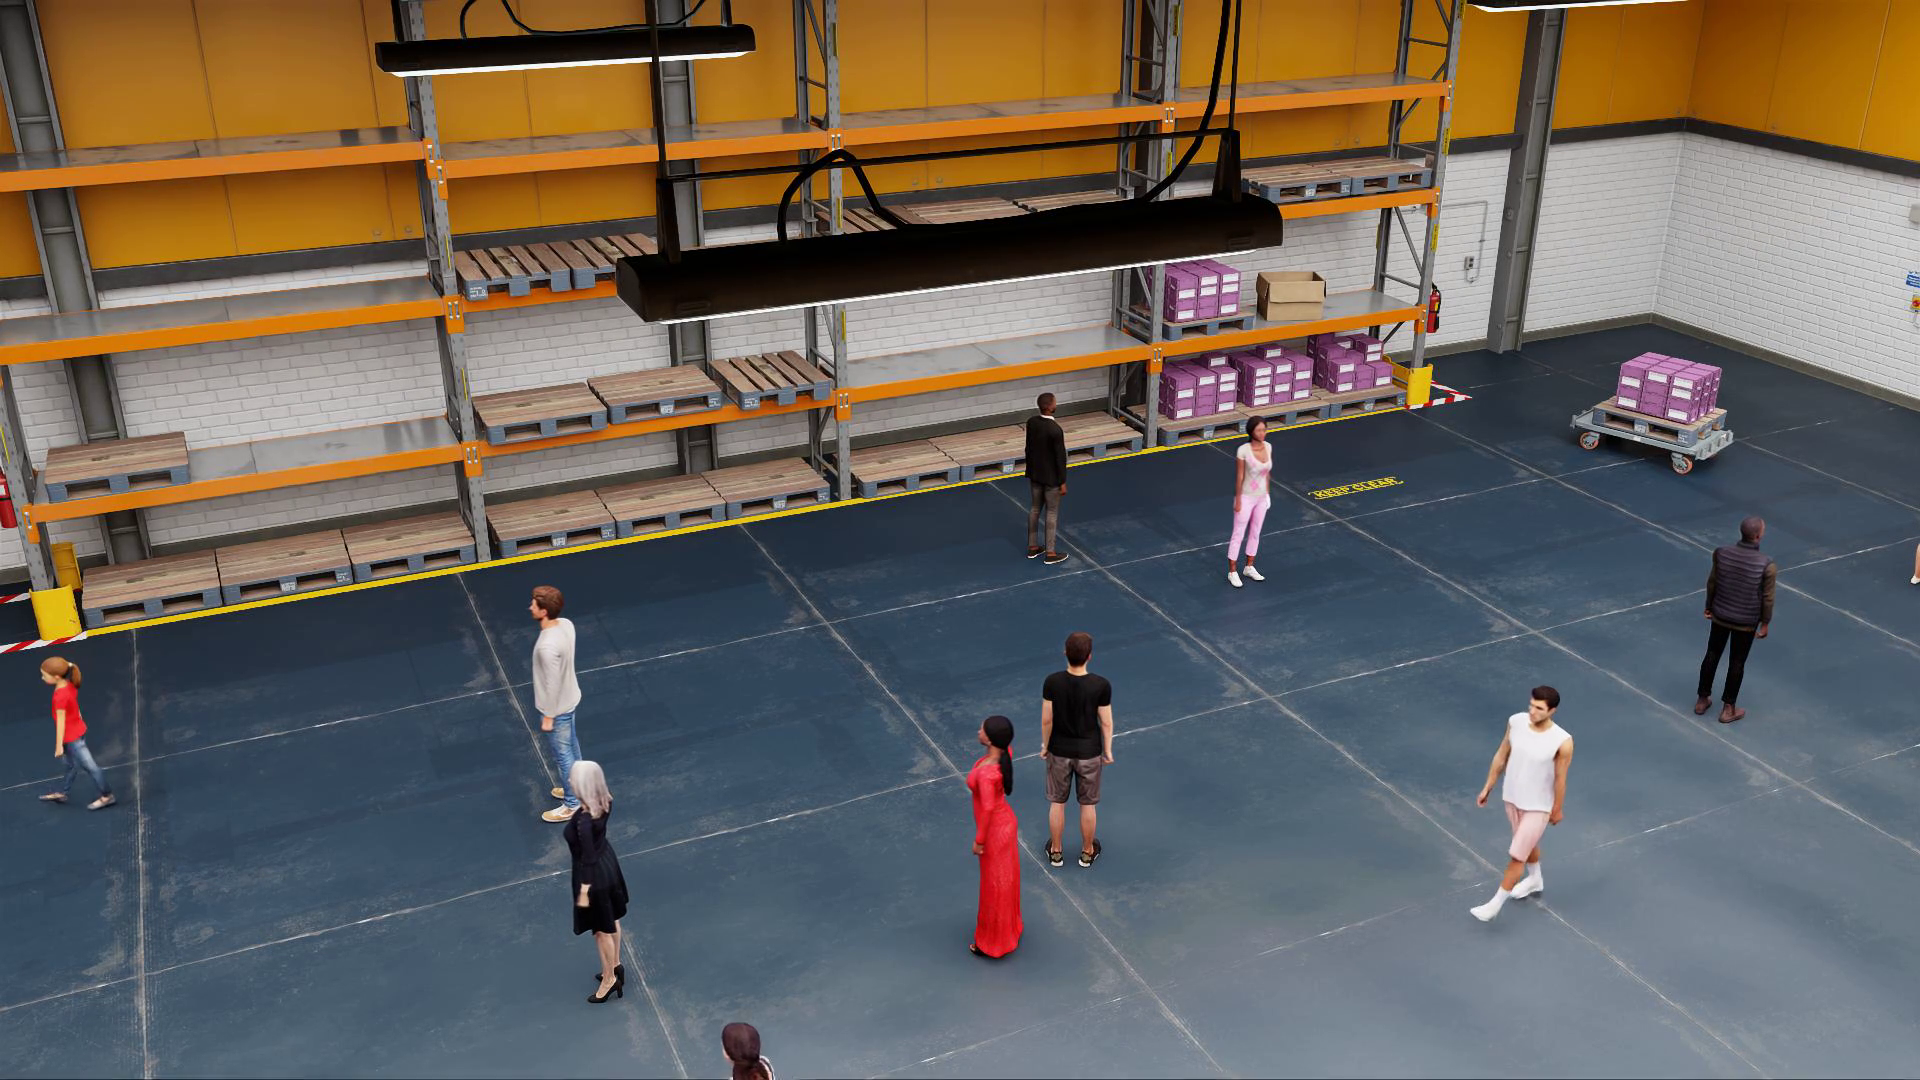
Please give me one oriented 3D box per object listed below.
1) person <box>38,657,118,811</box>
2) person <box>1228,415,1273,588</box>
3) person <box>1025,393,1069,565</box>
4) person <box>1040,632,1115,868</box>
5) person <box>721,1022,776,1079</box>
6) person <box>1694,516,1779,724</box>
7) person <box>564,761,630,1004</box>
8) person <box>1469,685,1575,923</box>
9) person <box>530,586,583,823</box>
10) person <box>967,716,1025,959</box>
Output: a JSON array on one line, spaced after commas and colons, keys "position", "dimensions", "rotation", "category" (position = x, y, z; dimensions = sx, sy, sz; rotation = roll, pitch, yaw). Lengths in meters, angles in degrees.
[{"position": [-6.698, 1.476, 12.696], "dimensions": [0.795, 1.293, 0.557], "rotation": [-7, 25, -16], "category": "person"}, {"position": [2.879, -0.399, 16.429], "dimensions": [0.457, 1.740, 0.636], "rotation": [-12, 26, -26], "category": "person"}, {"position": [0.871, -0.639, 16.903], "dimensions": [0.676, 1.800, 0.726], "rotation": [-21, 31, -39], "category": "person"}, {"position": [0.817, 1.502, 11.928], "dimensions": [0.708, 1.862, 0.831], "rotation": [2, 24, 6], "category": "person"}, {"position": [-0.982, 3.163, 8.426], "dimensions": [0.950, 1.624, 0.933], "rotation": [11, 26, 24], "category": "person"}, {"position": [6.478, 0.648, 13.912], "dimensions": [0.690, 1.836, 0.760], "rotation": [-20, 31, -38], "category": "person"}, {"position": [-2.318, 2.157, 10.573], "dimensions": [0.712, 1.747, 0.695], "rotation": [1, 24, 3], "category": "person"}, {"position": [3.978, 1.770, 11.464], "dimensions": [1.081, 1.742, 0.684], "rotation": [-13, 27, -26], "category": "person"}, {"position": [-3.016, 1.217, 12.526], "dimensions": [0.735, 1.905, 0.744], "rotation": [0, 24, 1], "category": "person"}, {"position": [0.235, 1.946, 11.008], "dimensions": [0.770, 1.784, 0.720], "rotation": [7, 24, 15], "category": "person"}]
